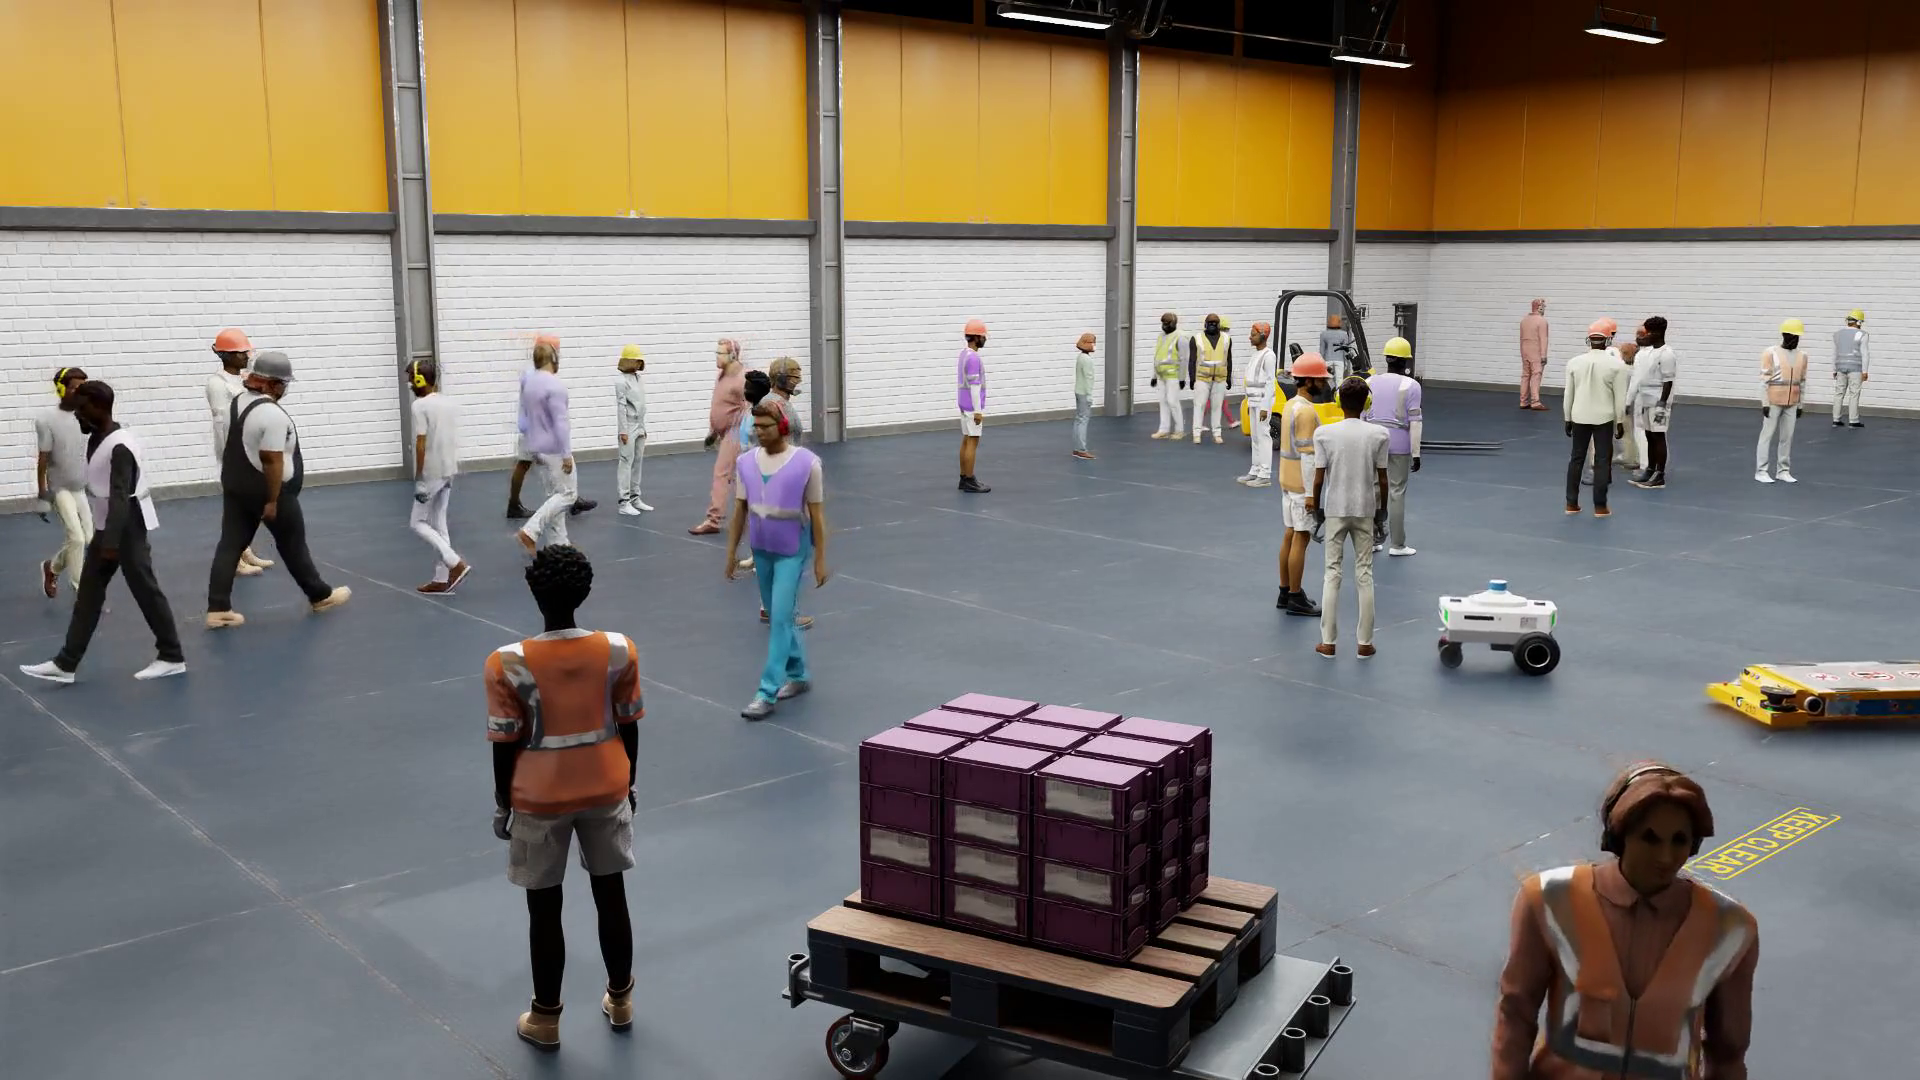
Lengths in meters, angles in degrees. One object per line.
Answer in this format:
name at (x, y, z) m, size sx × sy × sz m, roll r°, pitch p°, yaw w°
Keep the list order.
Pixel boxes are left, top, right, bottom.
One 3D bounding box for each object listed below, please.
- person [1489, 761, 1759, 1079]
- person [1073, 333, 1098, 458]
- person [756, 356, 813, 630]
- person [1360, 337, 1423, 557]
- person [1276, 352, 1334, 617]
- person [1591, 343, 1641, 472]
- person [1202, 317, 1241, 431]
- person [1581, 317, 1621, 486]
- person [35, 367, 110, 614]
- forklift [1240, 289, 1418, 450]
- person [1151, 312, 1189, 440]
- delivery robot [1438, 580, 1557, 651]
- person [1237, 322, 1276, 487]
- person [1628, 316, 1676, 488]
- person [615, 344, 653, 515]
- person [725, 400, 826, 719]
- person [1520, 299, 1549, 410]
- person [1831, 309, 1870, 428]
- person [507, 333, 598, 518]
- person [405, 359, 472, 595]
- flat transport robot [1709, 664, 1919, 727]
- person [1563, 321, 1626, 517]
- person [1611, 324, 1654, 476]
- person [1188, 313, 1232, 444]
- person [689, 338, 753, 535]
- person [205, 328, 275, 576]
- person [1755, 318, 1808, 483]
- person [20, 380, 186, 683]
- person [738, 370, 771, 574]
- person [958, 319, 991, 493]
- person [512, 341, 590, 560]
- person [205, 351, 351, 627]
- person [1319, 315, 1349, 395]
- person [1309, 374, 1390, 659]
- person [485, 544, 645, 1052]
person at (1.397, 1.240, 3.557) m, size 0.517 × 1.602 × 0.812 m, roll 3°, pitch 10°, yaw 17°
person at (1.643, -1.888, 21.787) m, size 0.286 × 1.631 × 0.502 m, roll -2°, pitch 10°, yaw -9°
person at (-1.272, -0.336, 11.812) m, size 0.351 × 1.936 × 0.635 m, roll -3°, pitch 10°, yaw -18°
person at (3.803, -0.820, 14.674) m, size 0.594 × 1.924 × 0.382 m, roll 9°, pitch 13°, yaw 43°
person at (2.538, -0.410, 12.241) m, size 0.357 × 1.937 × 0.551 m, roll -1°, pitch 10°, yaw -3°
person at (8.083, -1.594, 20.176) m, size 0.792 × 1.586 × 0.477 m, roll -1°, pitch 10°, yaw -5°
person at (3.928, -2.499, 25.100) m, size 0.933 × 1.714 × 0.541 m, roll -3°, pitch 10°, yaw -20°
person at (7.381, -1.590, 19.152) m, size 0.368 × 1.935 × 0.552 m, roll 6°, pitch 11°, yaw 32°
person at (-6.660, -0.373, 12.342) m, size 0.732 × 1.838 × 0.572 m, roll 4°, pitch 10°, yaw 21°
forklift at (5.034, -2.339, 22.783) m, size 2.313 × 2.155 × 1.214 m, roll 3°, pitch 10°, yaw 16°
person at (3.015, -2.361, 23.964) m, size 0.428 × 1.843 × 0.643 m, roll -5°, pitch 11°, yaw -28°
delivery robot at (3.442, 0.501, 10.679) m, size 0.707 × 0.478 × 0.477 m, roll 2°, pitch 10°, yaw 12°
person at (3.433, -1.553, 19.098) m, size 0.356 × 1.882 × 0.574 m, roll -2°, pitch 10°, yaw -9°
person at (7.911, -1.565, 18.943) m, size 0.379 × 1.958 × 0.600 m, roll 1°, pitch 10°, yaw 5°
person at (-3.342, -1.135, 17.057) m, size 0.308 × 1.741 × 0.494 m, roll 3°, pitch 10°, yaw 15°
person at (-1.100, 0.094, 9.663) m, size 0.589 × 1.805 × 0.803 m, roll 6°, pitch 11°, yaw 31°
person at (9.884, -3.181, 28.557) m, size 0.400 × 1.910 × 0.643 m, roll -3°, pitch 10°, yaw -16°
person at (13.686, -2.625, 25.543) m, size 0.403 × 1.825 × 0.586 m, roll -6°, pitch 11°, yaw -29°
person at (-4.143, -1.124, 16.631) m, size 0.995 × 1.868 × 0.601 m, roll 1°, pitch 10°, yaw 8°
person at (-4.074, -0.477, 12.914) m, size 0.505 × 1.838 × 0.572 m, roll 3°, pitch 10°, yaw 16°
flat transport robot at (5.174, 0.876, 9.583) m, size 1.431 × 0.197 × 0.652 m, roll -1°, pitch 10°, yaw -5°
person at (6.450, -1.227, 16.902) m, size 0.620 × 1.987 × 0.407 m, roll 9°, pitch 13°, yaw 41°
person at (8.122, -1.690, 20.071) m, size 0.610 × 1.836 × 0.762 m, roll -8°, pitch 13°, yaw -41°
person at (3.524, -2.262, 23.372) m, size 0.630 × 1.840 × 0.429 m, roll -1°, pitch 10°, yaw -6°
person at (-2.128, -1.005, 15.949) m, size 0.981 × 1.869 × 0.632 m, roll -4°, pitch 11°, yaw -23°
person at (-5.968, -0.727, 13.789) m, size 0.374 × 2.044 × 0.607 m, roll -1°, pitch 10°, yaw -3°
person at (9.575, -1.615, 19.349) m, size 0.590 × 1.921 × 0.389 m, roll -2°, pitch 10°, yaw -9°
person at (-5.274, -0.028, 10.168) m, size 0.964 × 1.872 × 0.612 m, roll -9°, pitch 13°, yaw -44°
person at (-1.670, -0.569, 13.875) m, size 0.321 × 1.697 × 0.529 m, roll -5°, pitch 11°, yaw -27°
person at (0.167, -1.498, 18.618) m, size 0.367 × 1.933 × 0.553 m, roll -2°, pitch 10°, yaw -12°
person at (-3.547, -0.730, 14.175) m, size 0.590 × 1.916 × 0.673 m, roll -7°, pitch 12°, yaw -36°
person at (-4.979, -0.410, 11.941) m, size 0.684 × 2.000 × 1.082 m, roll 6°, pitch 11°, yaw 30°
person at (6.422, -3.050, 28.576) m, size 0.497 × 1.636 × 0.284 m, roll 3°, pitch 10°, yaw 17°
person at (2.555, -0.149, 10.912) m, size 0.513 × 1.872 × 0.328 m, roll 1°, pitch 10°, yaw 8°
person at (-1.307, 0.854, 5.546) m, size 0.535 × 1.697 × 0.318 m, roll -6°, pitch 11°, yaw -31°
